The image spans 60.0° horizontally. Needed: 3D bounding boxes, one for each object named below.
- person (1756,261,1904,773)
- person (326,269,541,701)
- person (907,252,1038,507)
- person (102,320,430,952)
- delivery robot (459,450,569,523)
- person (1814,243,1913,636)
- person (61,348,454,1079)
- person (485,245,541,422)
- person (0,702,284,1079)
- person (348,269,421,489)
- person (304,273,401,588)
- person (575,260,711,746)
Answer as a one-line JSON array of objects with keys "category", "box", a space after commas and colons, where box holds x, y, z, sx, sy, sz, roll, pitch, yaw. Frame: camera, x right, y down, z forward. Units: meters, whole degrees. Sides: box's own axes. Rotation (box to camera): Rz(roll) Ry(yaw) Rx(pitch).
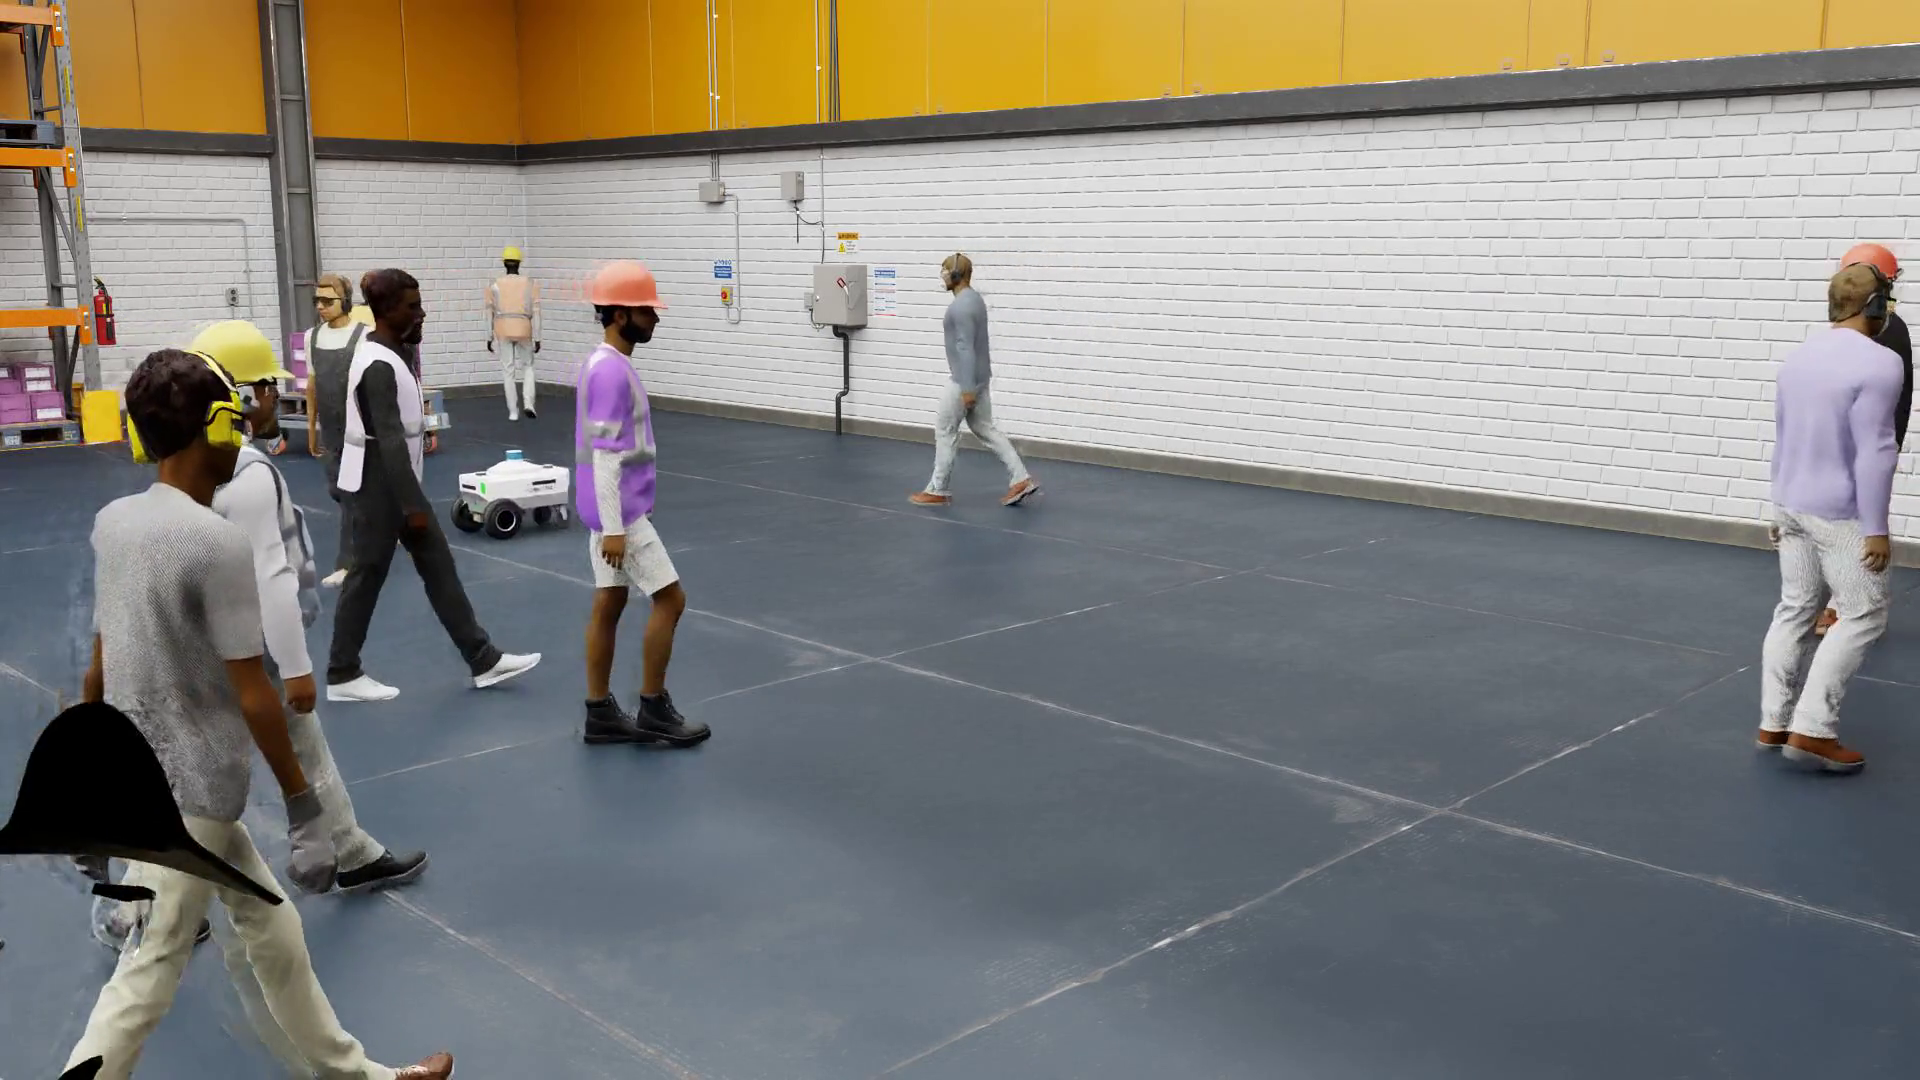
[{"category": "person", "box": [3.326, -0.092, 6.363, 0.398, 1.922, 0.647, -1, 10, -7]}, {"category": "person", "box": [-2.333, -0.219, 7.184, 0.978, 1.867, 0.611, -2, 11, -10]}, {"category": "person", "box": [0.118, -1.176, 12.361, 0.958, 1.905, 0.641, 2, 11, 13]}, {"category": "person", "box": [-2.061, 0.269, 4.785, 0.955, 1.786, 0.607, -8, 13, -36]}, {"category": "delivery robot", "box": [-3.033, -0.369, 11.355, 0.477, 0.478, 0.707, 10, 14, 43]}, {"category": "person", "box": [4.461, -0.486, 8.357, 0.552, 1.976, 0.657, 4, 11, 20]}, {"category": "person", "box": [-1.543, 0.519, 3.377, 1.024, 1.801, 0.539, -10, 14, -44]}, {"category": "person", "box": [-4.871, -2.246, 18.152, 0.595, 1.913, 0.471, -3, 11, -14]}, {"category": "person", "box": [-0.553, 0.938, 1.025, 0.403, 1.823, 0.588, -6, 12, -29]}, {"category": "person", "box": [-4.056, -0.982, 11.595, 0.628, 1.801, 0.981, 1, 10, 5]}, {"category": "person", "box": [-3.578, -0.670, 9.848, 0.515, 1.820, 0.799, 3, 11, 17]}, {"category": "person", "box": [-1.226, -0.126, 6.549, 0.649, 1.919, 0.570, -3, 11, -14]}]
